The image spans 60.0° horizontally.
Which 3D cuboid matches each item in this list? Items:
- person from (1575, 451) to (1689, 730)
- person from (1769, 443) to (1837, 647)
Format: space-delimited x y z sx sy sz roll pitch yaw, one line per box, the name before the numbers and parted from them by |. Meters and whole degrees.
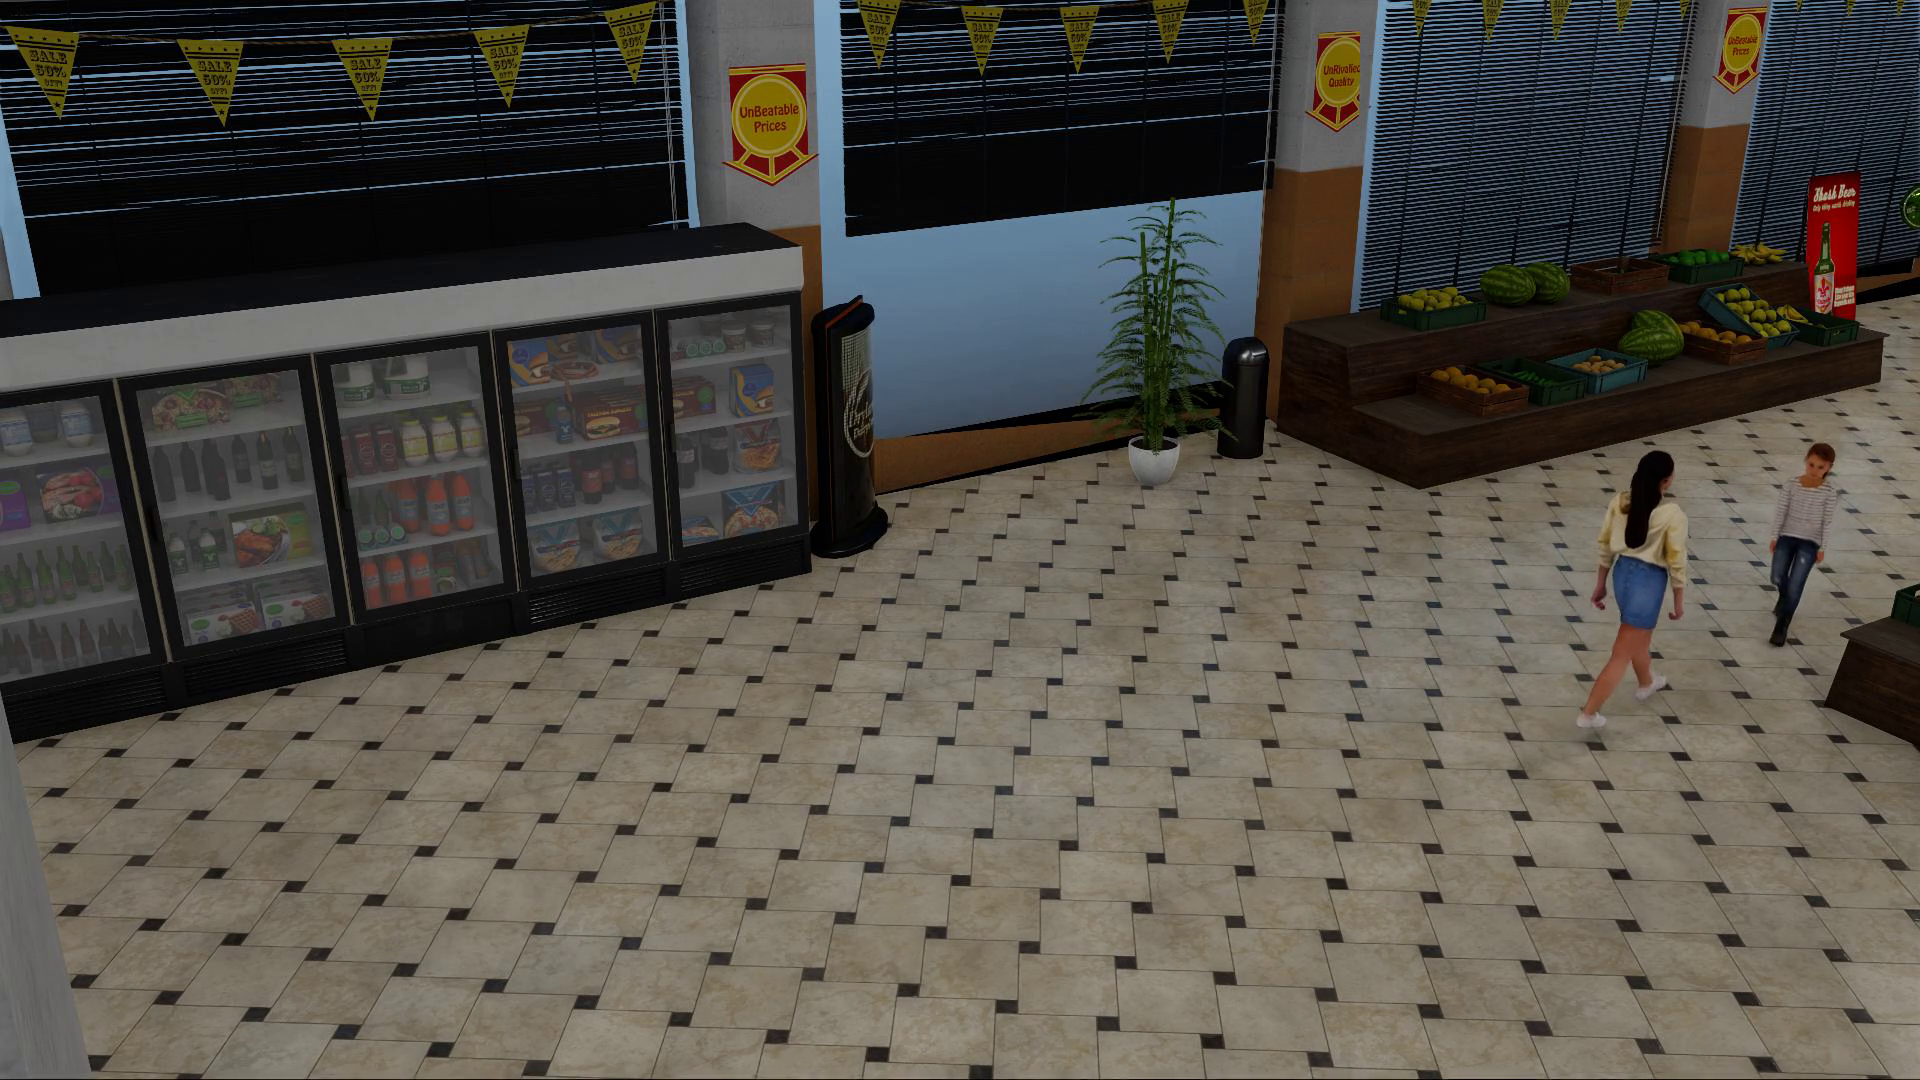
person | 3.719 0.332 9.239 1.157 1.581 0.658 -14 26 -31
person | 5.279 0.003 10.432 0.639 1.302 0.807 16 27 34
